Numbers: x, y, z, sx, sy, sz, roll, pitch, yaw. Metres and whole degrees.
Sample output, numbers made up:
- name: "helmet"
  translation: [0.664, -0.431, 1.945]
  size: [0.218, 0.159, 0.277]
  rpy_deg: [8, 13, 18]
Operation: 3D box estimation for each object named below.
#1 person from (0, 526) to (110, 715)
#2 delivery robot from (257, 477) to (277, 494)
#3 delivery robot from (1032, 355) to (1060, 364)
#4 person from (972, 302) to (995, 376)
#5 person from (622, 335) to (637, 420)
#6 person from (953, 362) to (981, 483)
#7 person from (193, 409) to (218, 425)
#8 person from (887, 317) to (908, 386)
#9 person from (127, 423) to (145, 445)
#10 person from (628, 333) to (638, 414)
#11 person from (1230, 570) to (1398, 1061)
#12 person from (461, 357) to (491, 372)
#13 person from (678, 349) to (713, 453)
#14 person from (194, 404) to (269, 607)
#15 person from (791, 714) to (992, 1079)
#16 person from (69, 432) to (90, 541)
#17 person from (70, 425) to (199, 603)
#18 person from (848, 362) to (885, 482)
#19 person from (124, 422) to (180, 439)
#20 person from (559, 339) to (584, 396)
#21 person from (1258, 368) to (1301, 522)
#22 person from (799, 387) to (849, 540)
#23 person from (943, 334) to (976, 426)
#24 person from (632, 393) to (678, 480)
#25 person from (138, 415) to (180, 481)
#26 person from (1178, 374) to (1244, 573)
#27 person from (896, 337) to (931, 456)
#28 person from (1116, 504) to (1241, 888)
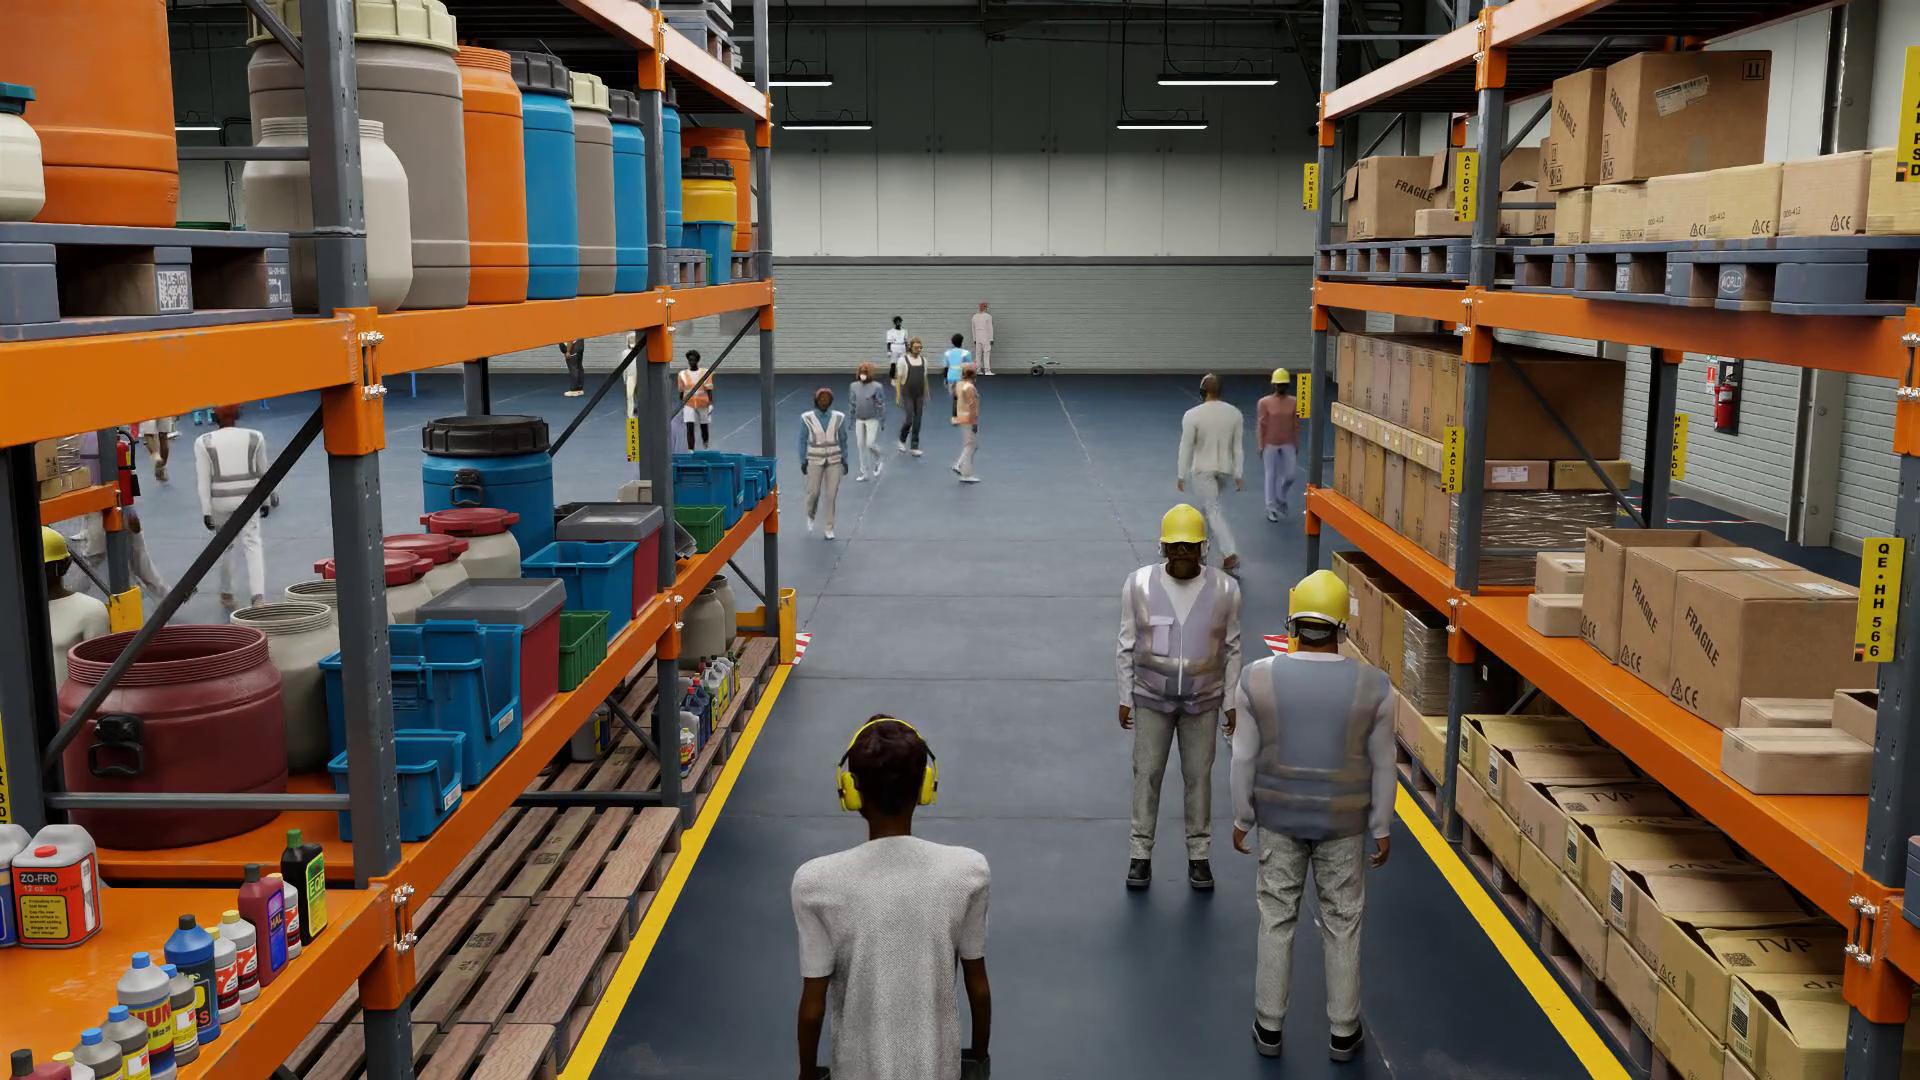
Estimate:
- name: "person"
  translation: [-4.145, 0.808, 7.628]
  size: [0.525, 1.769, 0.308]
  rpy_deg: [0, 9, -2]
- name: "delivery robot"
  translation: [-8.513, -0.672, 19.960]
  size: [0.477, 0.478, 0.707]
  rpy_deg: [1, 10, 6]
- name: "delivery robot"
  translation: [2.248, -4.715, 43.398]
  size: [0.698, 0.223, 0.335]
  rpy_deg: [2, 10, 12]
- name: "person"
  translation: [0.628, -5.255, 43.523]
  size: [0.639, 1.910, 0.407]
  rpy_deg: [7, 12, 36]
- name: "person"
  translation: [-6.009, -2.978, 30.780]
  size: [0.521, 1.593, 0.791]
  rpy_deg: [0, 9, 0]
- name: "person"
  translation: [0.142, -1.580, 22.352]
  size: [0.382, 1.620, 0.536]
  rpy_deg: [-2, 10, -12]
- name: "person"
  translation: [-13.817, -3.015, 30.283]
  size: [0.570, 1.845, 0.380]
  rpy_deg: [0, 9, 0]
- name: "person"
  translation: [-1.453, -4.466, 39.532]
  size: [0.552, 1.653, 0.850]
  rpy_deg: [-4, 10, -23]
- name: "person"
  translation: [-13.396, -2.432, 27.036]
  size: [0.533, 1.767, 0.323]
  rpy_deg: [1, 10, 7]
- name: "person"
  translation: [-6.245, -3.456, 32.800]
  size: [0.568, 1.883, 0.984]
  rpy_deg: [7, 12, 36]
- name: "person"
  translation: [1.307, 1.017, 6.177]
  size: [0.603, 1.830, 0.404]
  rpy_deg: [2, 10, 13]
- name: "person"
  translation: [-9.635, -3.508, 33.072]
  size: [0.635, 1.912, 0.870]
  rpy_deg: [-4, 10, -25]
- name: "person"
  translation: [-3.938, -2.019, 24.825]
  size: [0.531, 1.673, 0.761]
  rpy_deg: [-1, 10, -6]
- name: "person"
  translation: [-6.143, -0.311, 14.122]
  size: [0.585, 1.844, 0.967]
  rpy_deg: [-6, 11, -31]
- name: "person"
  translation: [-0.165, 1.345, 4.119]
  size: [0.511, 1.865, 0.329]
  rpy_deg: [-2, 10, -13]
- name: "person"
  translation: [-9.218, -0.923, 17.575]
  size: [0.655, 1.906, 0.407]
  rpy_deg: [6, 11, 32]
- name: "person"
  translation: [-6.875, -0.248, 13.625]
  size: [1.042, 1.873, 0.639]
  rpy_deg: [-5, 11, -29]
- name: "person"
  translation: [-1.265, -1.602, 22.517]
  size: [0.495, 1.623, 0.366]
  rpy_deg: [5, 11, 27]
- name: "person"
  translation: [-13.571, -2.605, 27.797]
  size: [1.014, 1.874, 0.585]
  rpy_deg: [0, 9, -2]
- name: "person"
  translation: [-8.649, -4.212, 37.000]
  size: [0.536, 2.000, 0.672]
  rpy_deg: [2, 10, 11]
- name: "person"
  translation: [3.648, -1.086, 19.007]
  size: [0.524, 1.758, 0.367]
  rpy_deg: [-1, 10, -5]
- name: "person"
  translation: [-1.461, -0.830, 17.860]
  size: [0.518, 1.623, 0.396]
  rpy_deg: [-2, 10, -13]
- name: "person"
  translation: [-0.027, -2.927, 30.343]
  size: [0.545, 1.649, 0.888]
  rpy_deg: [5, 11, 26]
- name: "person"
  translation: [-2.865, -0.527, 15.349]
  size: [0.984, 1.849, 0.671]
  rpy_deg: [-6, 11, -31]
- name: "person"
  translation: [-10.857, -1.799, 22.473]
  size: [0.613, 2.026, 0.657]
  rpy_deg: [-7, 12, -35]
- name: "person"
  translation: [2.444, -0.647, 15.996]
  size: [0.637, 1.897, 1.007]
  rpy_deg: [-4, 10, -25]
- name: "person"
  translation: [-0.714, -2.196, 25.438]
  size: [0.547, 1.828, 0.415]
  rpy_deg: [-6, 11, -34]
- name: "person"
  translation: [1.030, 0.736, 7.855]
  size: [0.586, 1.835, 0.403]
  rpy_deg: [1, 10, 4]
